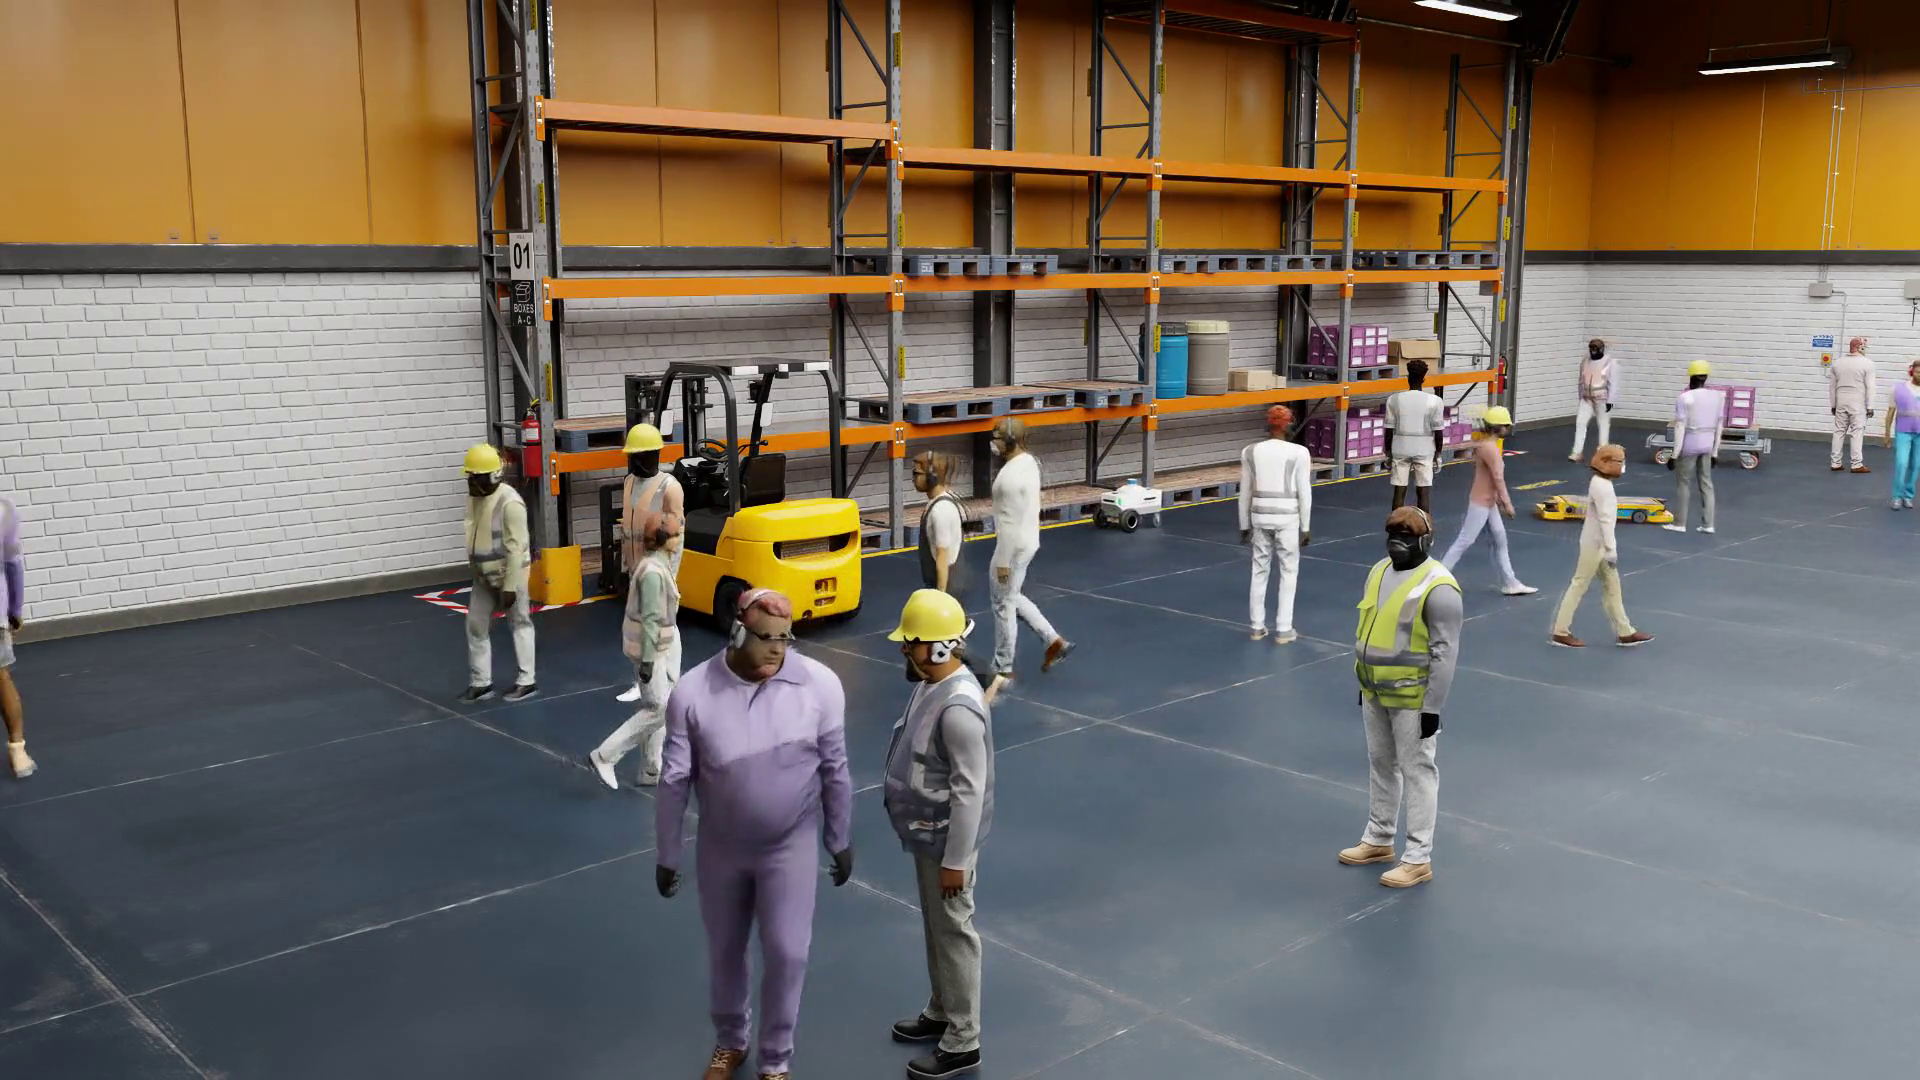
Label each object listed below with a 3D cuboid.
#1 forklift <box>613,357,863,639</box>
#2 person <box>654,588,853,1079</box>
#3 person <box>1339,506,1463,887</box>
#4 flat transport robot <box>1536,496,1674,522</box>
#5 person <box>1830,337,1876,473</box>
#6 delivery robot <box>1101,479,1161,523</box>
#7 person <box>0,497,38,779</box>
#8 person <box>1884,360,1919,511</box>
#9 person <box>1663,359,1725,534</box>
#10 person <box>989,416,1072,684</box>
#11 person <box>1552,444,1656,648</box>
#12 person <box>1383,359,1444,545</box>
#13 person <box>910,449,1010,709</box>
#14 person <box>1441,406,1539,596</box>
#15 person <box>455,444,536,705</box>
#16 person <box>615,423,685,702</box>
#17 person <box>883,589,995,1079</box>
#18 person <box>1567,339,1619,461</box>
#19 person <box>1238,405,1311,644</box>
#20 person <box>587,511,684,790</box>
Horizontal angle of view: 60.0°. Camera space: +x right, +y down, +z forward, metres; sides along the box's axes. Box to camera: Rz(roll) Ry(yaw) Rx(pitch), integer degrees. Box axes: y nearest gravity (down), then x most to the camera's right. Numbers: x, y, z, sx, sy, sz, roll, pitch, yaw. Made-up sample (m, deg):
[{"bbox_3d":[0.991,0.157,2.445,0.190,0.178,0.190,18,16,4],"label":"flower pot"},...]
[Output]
[{"bbox_3d":[-1.847,-0.414,13.852,1.214,2.155,2.313,-9,13,-42],"label":"forklift"},{"bbox_3d":[-0.738,1.103,5.890,0.699,1.874,0.711,0,10,-2],"label":"person"},{"bbox_3d":[2.133,0.746,8.087,0.429,1.847,0.627,-4,10,-22],"label":"person"},{"bbox_3d":[7.451,-0.369,19.214,1.431,0.197,0.652,2,10,11],"label":"flat transport robot"},{"bbox_3d":[12.572,-1.898,23.402,0.404,1.903,0.636,-5,11,-28],"label":"person"},{"bbox_3d":[1.912,-0.439,18.516,0.707,0.478,0.477,-8,12,-38],"label":"delivery robot"},{"bbox_3d":[-5.650,0.425,9.489,0.515,2.010,0.666,4,11,24],"label":"person"},{"bbox_3d":[11.391,-1.244,19.850,0.569,1.805,0.772,3,10,15],"label":"person"},{"bbox_3d":[8.065,-1.026,18.262,0.611,1.926,0.400,-2,10,-13],"label":"person"},{"bbox_3d":[0.410,0.084,11.716,0.620,1.926,0.648,2,10,14],"label":"person"},{"bbox_3d":[4.999,0.062,12.780,0.829,1.593,0.518,4,10,20],"label":"person"},{"bbox_3d":[4.740,-0.904,17.385,0.613,1.965,0.361,4,11,23],"label":"person"},{"bbox_3d":[-0.046,0.327,10.610,0.636,1.830,0.520,0,10,-2],"label":"person"},{"bbox_3d":[4.666,-0.332,14.780,0.939,1.714,0.524,2,10,14],"label":"person"},{"bbox_3d":[-3.140,0.241,11.193,0.598,1.792,0.656,7,12,35],"label":"person"},{"bbox_3d":[-2.089,0.173,11.195,0.587,1.928,0.362,8,13,40],"label":"person"},{"bbox_3d":[-0.081,1.079,6.180,0.404,1.827,0.602,-2,10,-10],"label":"person"},{"bbox_3d":[9.327,-2.046,24.506,0.781,1.813,0.642,-9,13,-42],"label":"person"},{"bbox_3d":[2.464,-0.124,13.090,0.596,1.873,0.387,6,11,30],"label":"person"},{"bbox_3d":[-1.801,0.639,9.383,0.517,1.618,0.526,-1,10,-8],"label":"person"}]
